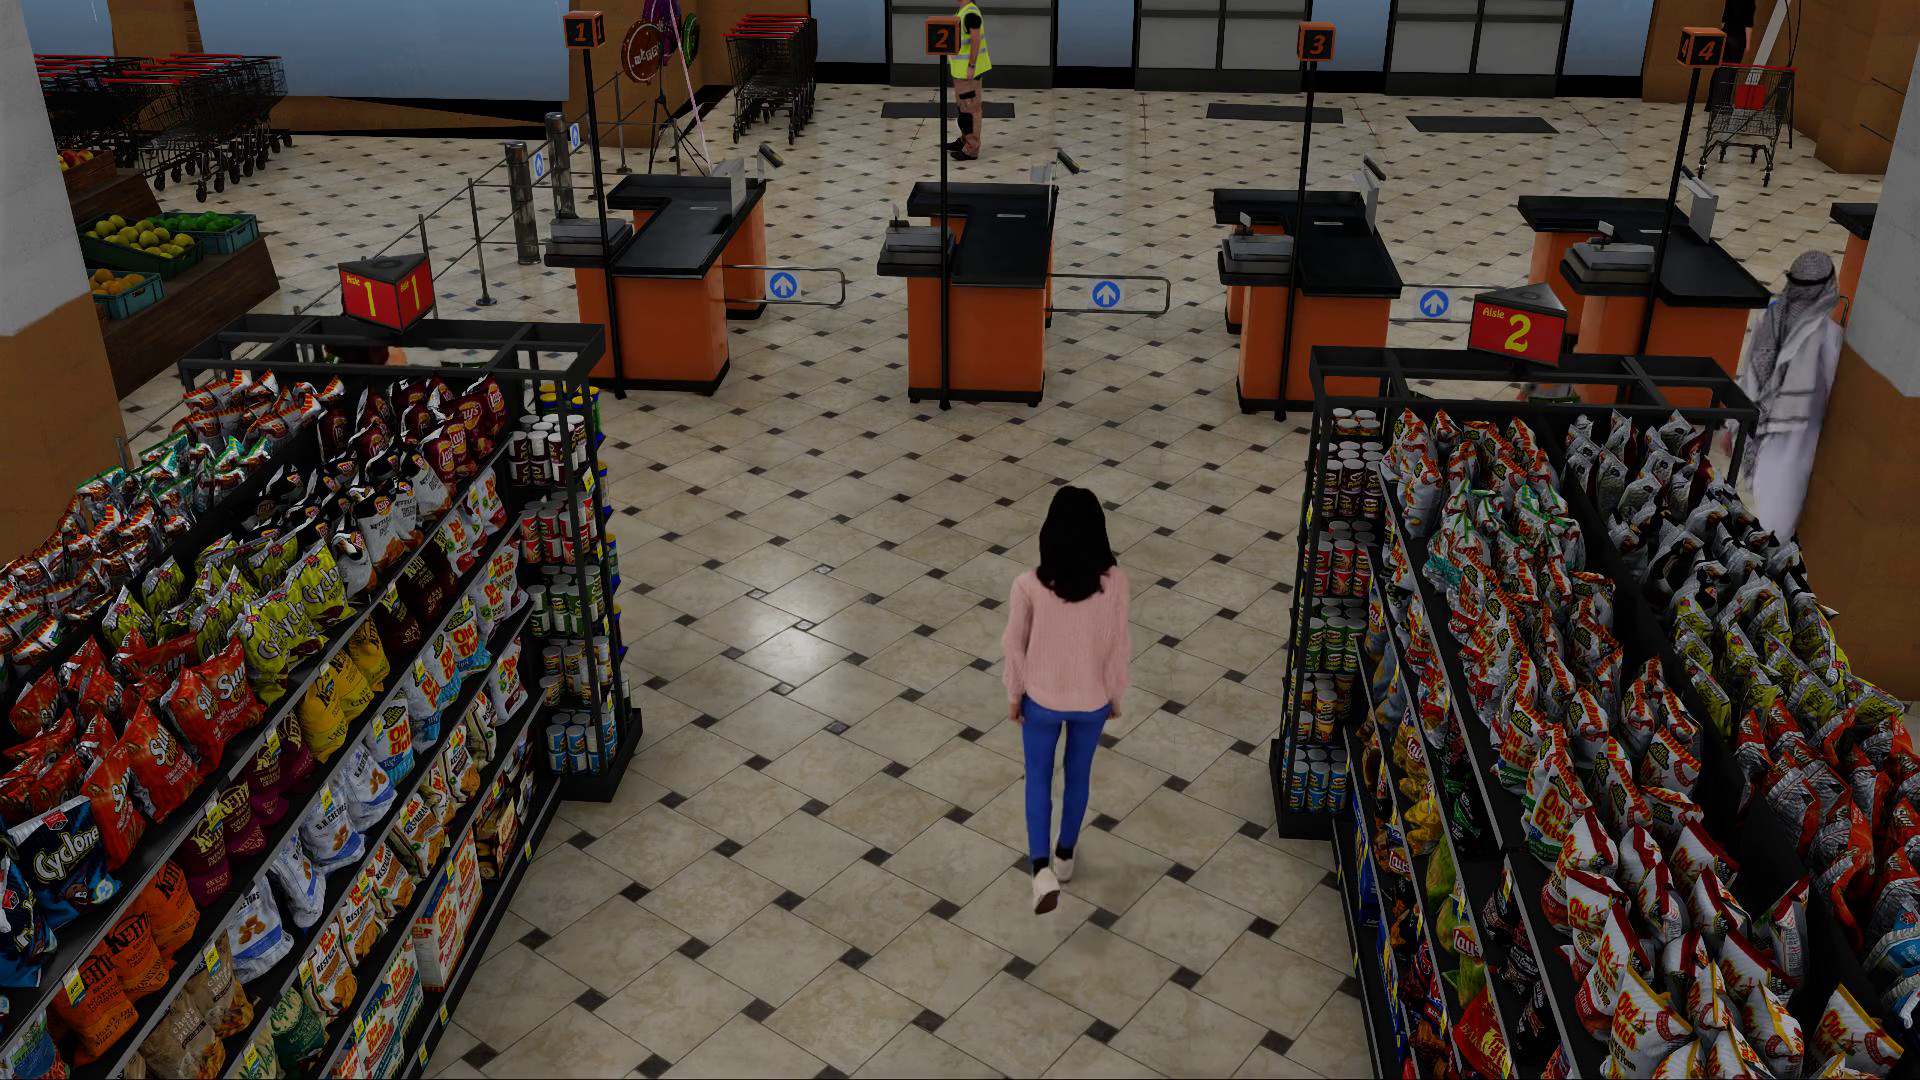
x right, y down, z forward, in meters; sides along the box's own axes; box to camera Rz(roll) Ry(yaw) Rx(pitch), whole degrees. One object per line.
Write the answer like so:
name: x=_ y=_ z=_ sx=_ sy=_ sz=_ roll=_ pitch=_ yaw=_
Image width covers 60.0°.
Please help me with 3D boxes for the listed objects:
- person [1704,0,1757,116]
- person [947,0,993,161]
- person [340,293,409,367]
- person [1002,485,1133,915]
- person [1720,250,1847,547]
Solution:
person: x=8.762 y=-5.675 z=18.850 sx=0.705 sy=1.642 sz=0.589 roll=-11 pitch=29 yaw=-21
person: x=0.064 y=-4.836 z=16.969 sx=0.825 sy=1.846 sz=0.732 roll=-3 pitch=27 yaw=-7
person: x=-2.989 y=-0.456 z=8.479 sx=0.773 sy=1.715 sz=0.890 roll=16 pitch=31 yaw=28
person: x=0.399 y=0.649 z=6.257 sx=0.653 sy=1.752 sz=0.921 roll=2 pitch=27 yaw=3
person: x=4.029 y=-0.460 z=8.292 sx=1.147 sy=1.890 sz=1.301 roll=-9 pitch=28 yaw=-17
